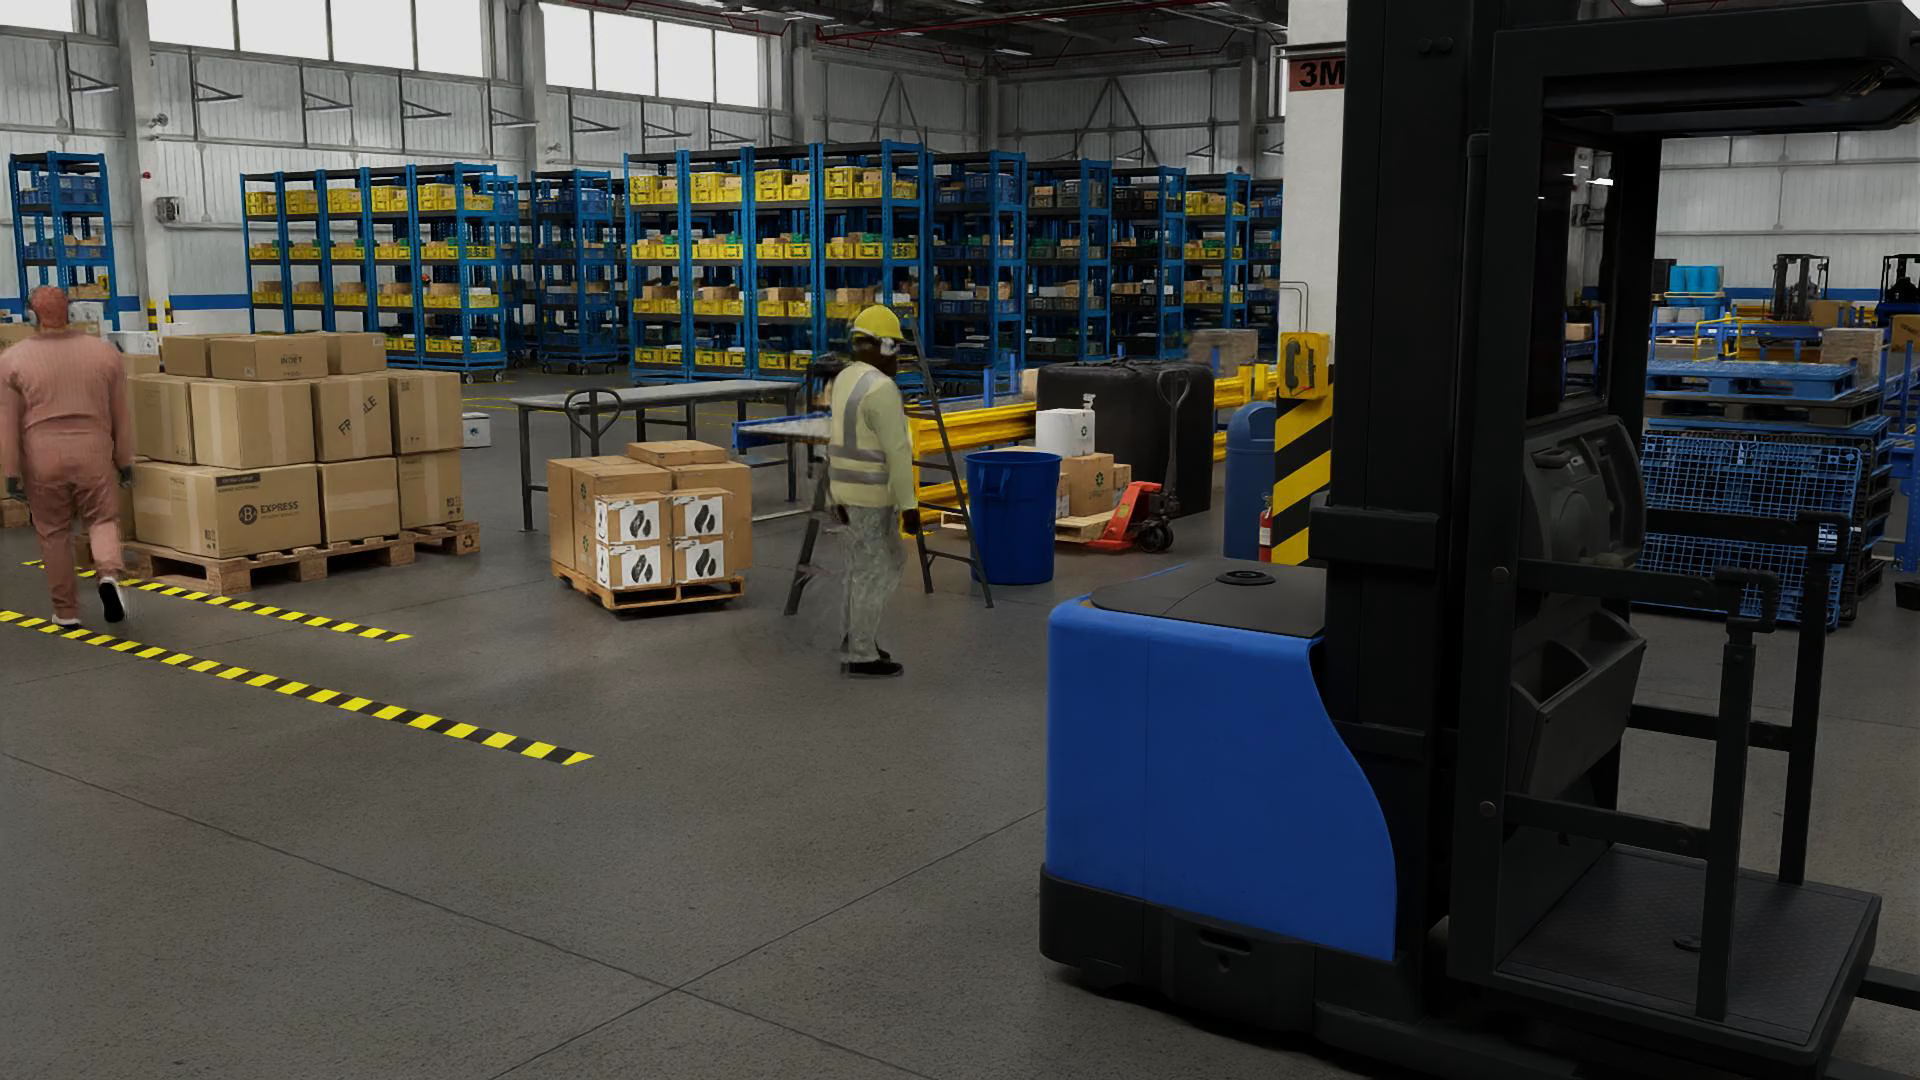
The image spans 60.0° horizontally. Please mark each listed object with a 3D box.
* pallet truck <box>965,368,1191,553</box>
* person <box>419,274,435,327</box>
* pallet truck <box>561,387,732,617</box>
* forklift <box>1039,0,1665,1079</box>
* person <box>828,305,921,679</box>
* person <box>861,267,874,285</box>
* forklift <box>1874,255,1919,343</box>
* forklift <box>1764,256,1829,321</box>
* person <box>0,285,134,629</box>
[{"bbox_3d":[0.845,-0.609,11.869,1.630,1.274,0.653,7,12,35],"label":"pallet truck"},{"bbox_3d":[-11.552,-4.892,36.067,0.359,1.743,0.563,5,11,25],"label":"person"},{"bbox_3d":[-1.981,-0.274,10.088,0.680,1.201,1.601,-5,11,-28],"label":"pallet truck"},{"bbox_3d":[1.249,-0.137,4.360,1.873,2.768,1.129,7,12,35],"label":"forklift"},{"bbox_3d":[-0.411,-0.222,8.056,0.430,1.807,0.611,-3,10,-18],"label":"person"},{"bbox_3d":[-1.917,-4.571,33.361,0.431,2.017,0.637,5,11,26],"label":"person"},{"bbox_3d":[22.089,-5.634,38.796,1.157,1.987,2.680,6,11,33],"label":"forklift"},{"bbox_3d":[20.253,-5.854,40.139,1.157,1.987,2.680,7,12,35],"label":"forklift"},{"bbox_3d":[-4.848,-0.432,9.029,0.666,1.890,0.594,-7,12,-37],"label":"person"}]
